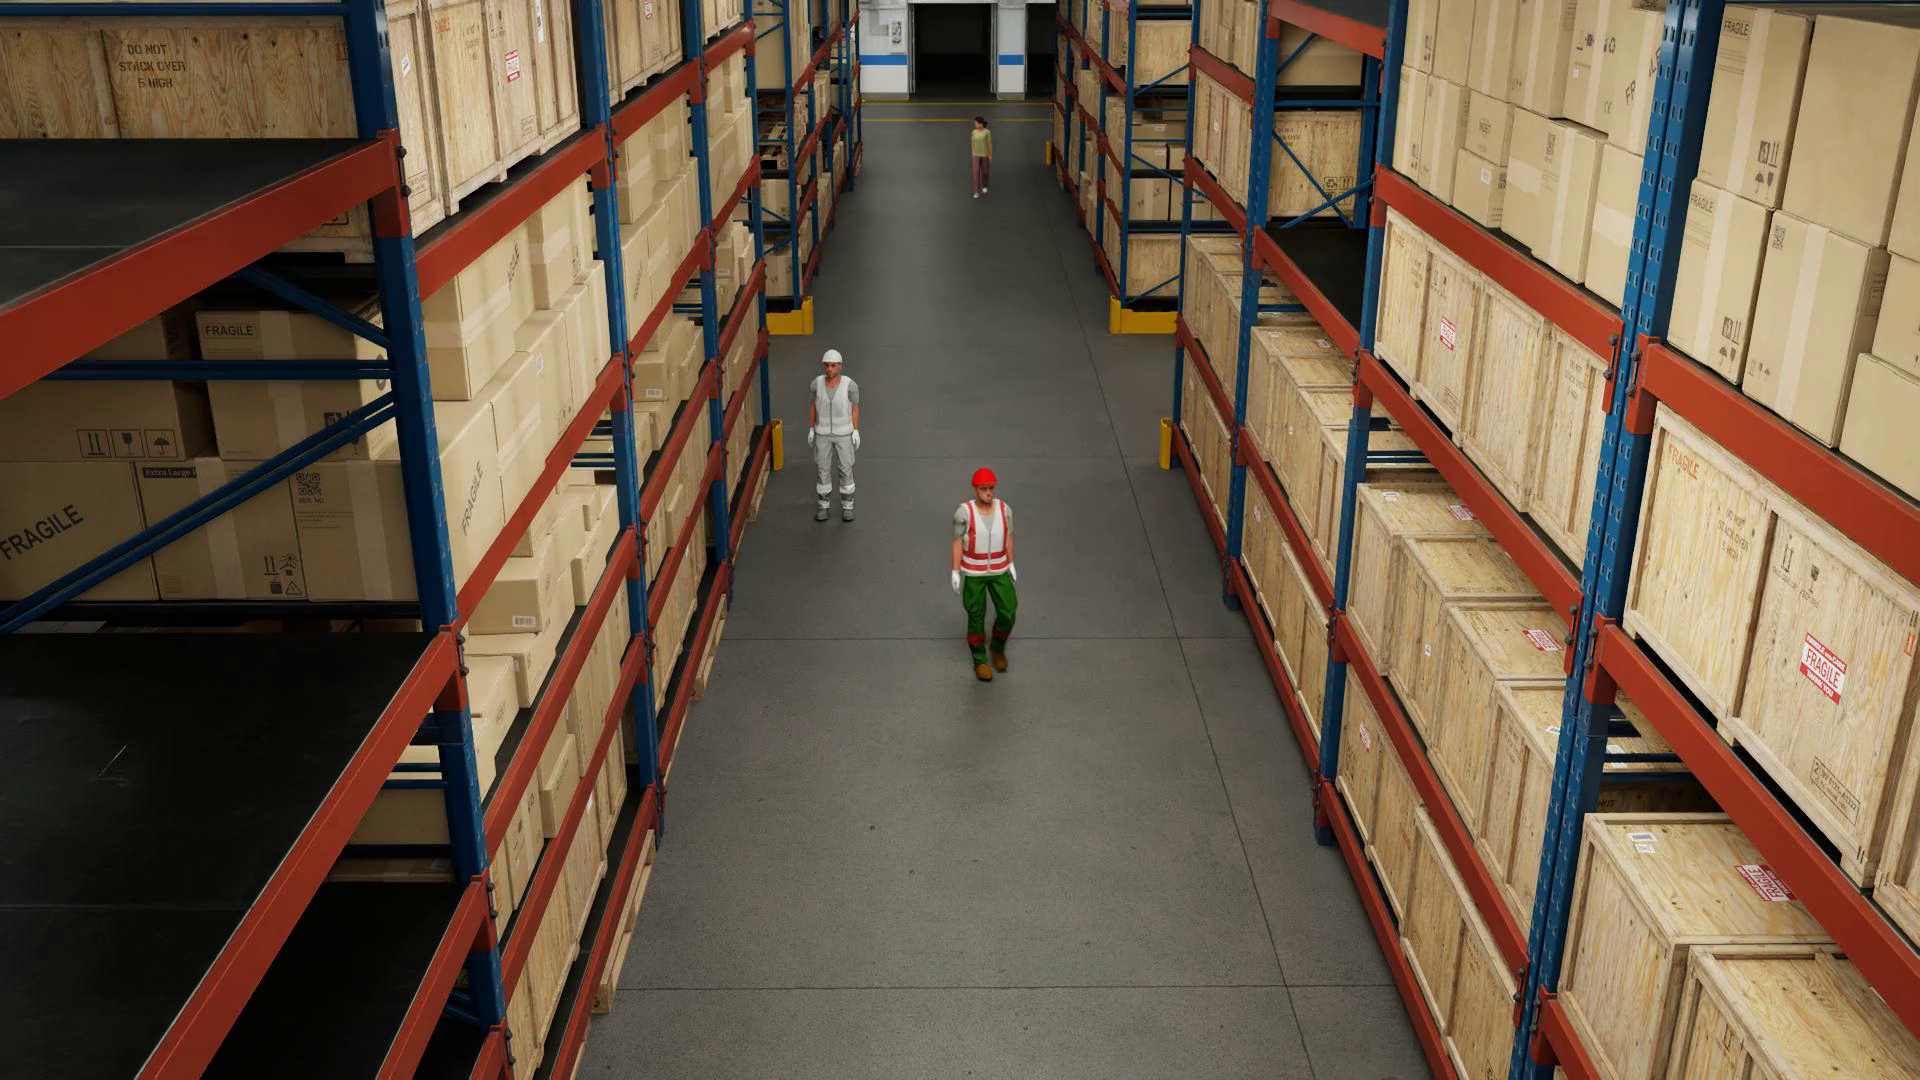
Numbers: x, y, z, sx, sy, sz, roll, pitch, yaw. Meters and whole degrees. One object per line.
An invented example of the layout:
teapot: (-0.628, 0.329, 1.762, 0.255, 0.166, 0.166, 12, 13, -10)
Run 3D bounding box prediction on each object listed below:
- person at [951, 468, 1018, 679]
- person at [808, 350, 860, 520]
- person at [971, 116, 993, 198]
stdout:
person: (0.208, 0.284, 13.728, 0.577, 1.790, 0.451, -5, 22, -13)
person: (-1.313, -1.085, 17.228, 0.548, 1.794, 0.379, 1, 22, 3)
person: (0.461, -8.133, 35.253, 0.472, 1.656, 0.835, 3, 22, 7)
